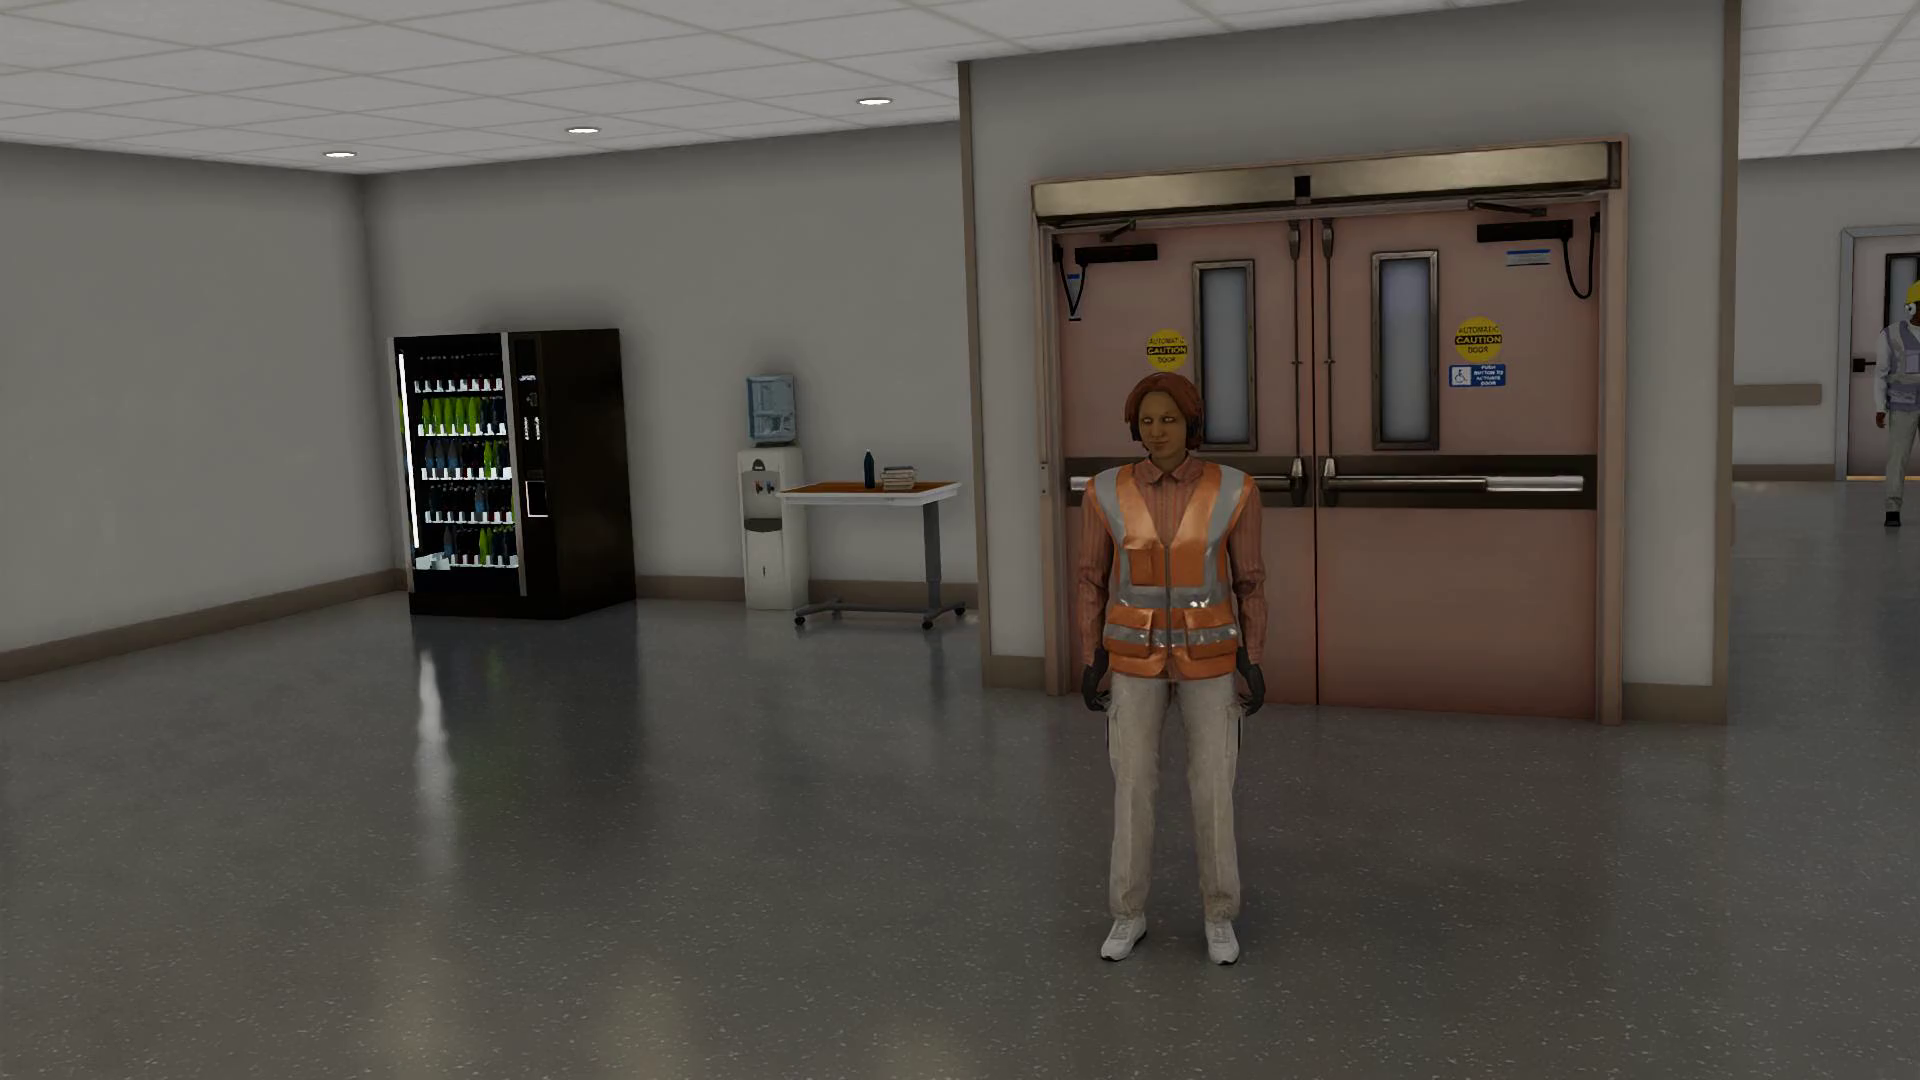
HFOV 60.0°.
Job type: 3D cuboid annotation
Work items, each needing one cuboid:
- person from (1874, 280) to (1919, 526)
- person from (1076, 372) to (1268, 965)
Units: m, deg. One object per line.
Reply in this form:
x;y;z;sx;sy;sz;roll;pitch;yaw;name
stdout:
7.113;-1.010;12.326;0.600;1.835;0.404;0;8;17;person
0.587;0.356;4.589;0.523;1.638;0.311;-1;8;12;person
